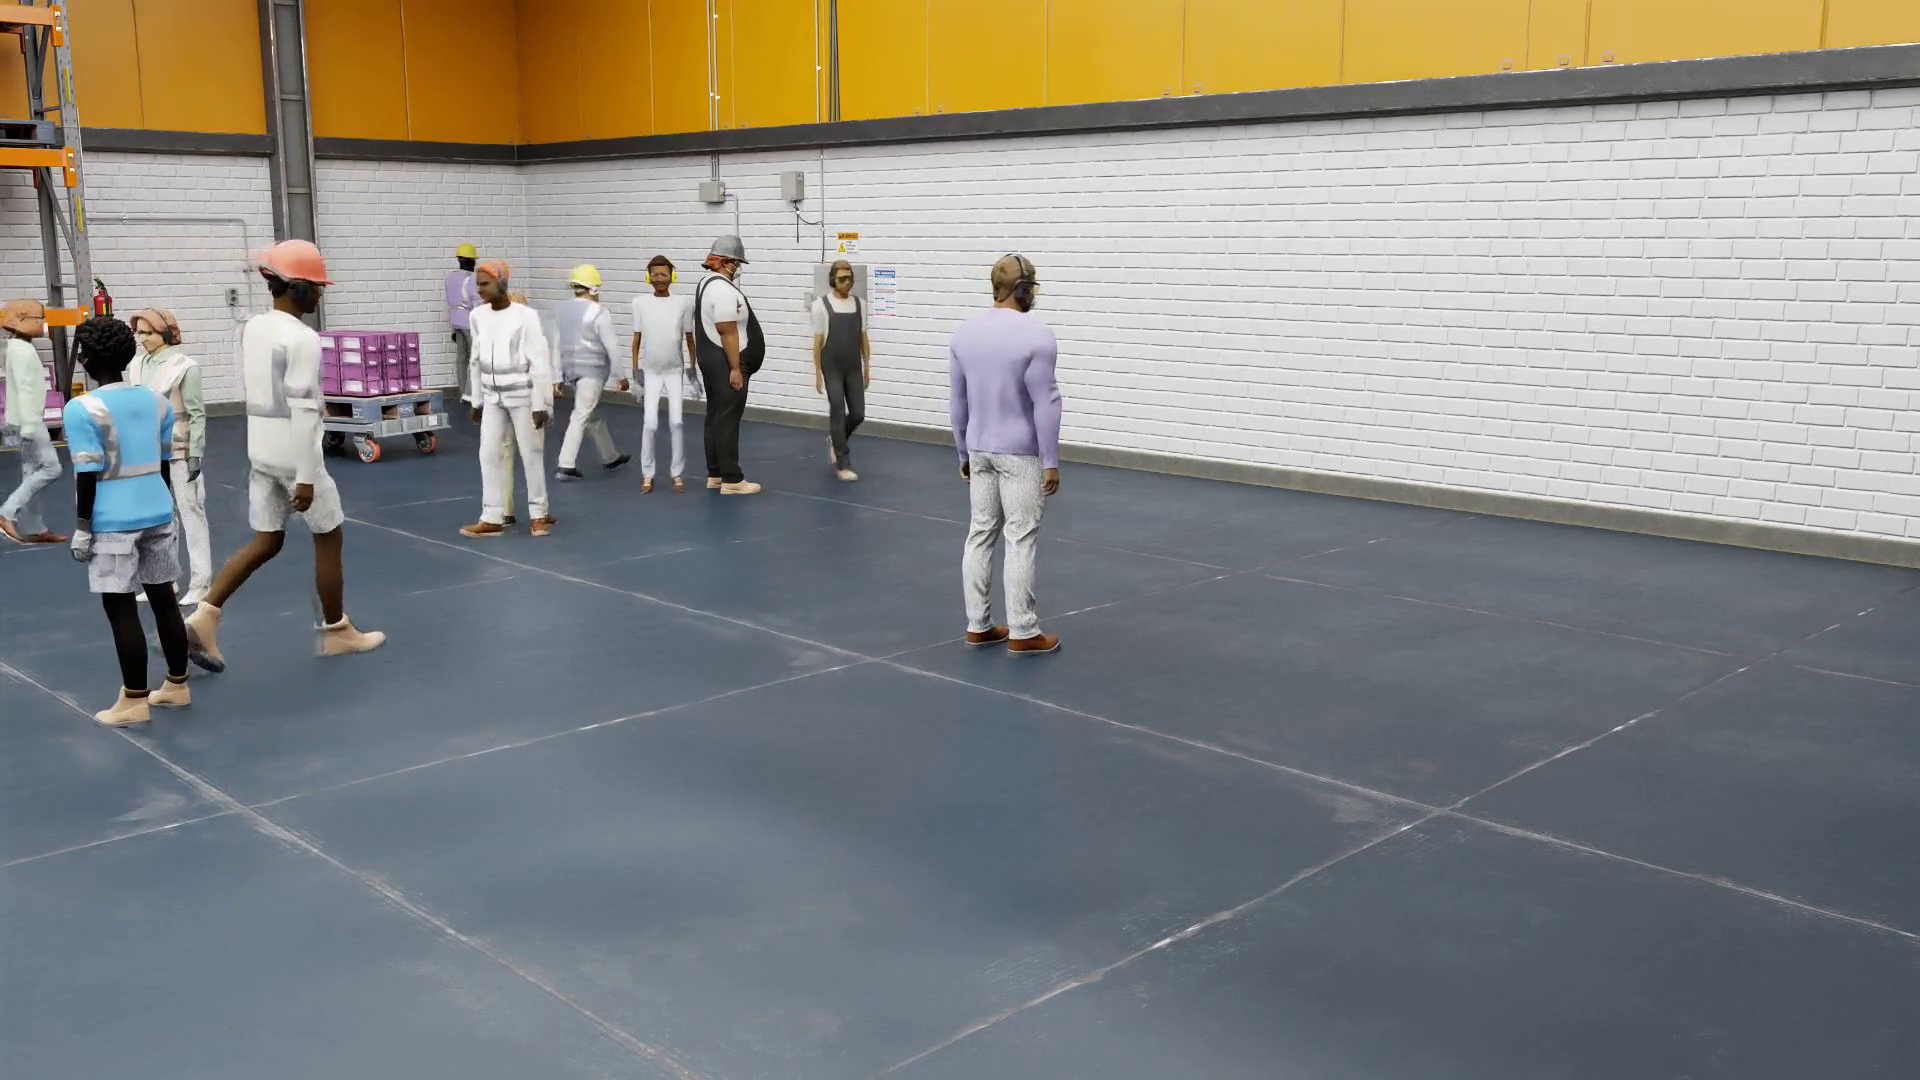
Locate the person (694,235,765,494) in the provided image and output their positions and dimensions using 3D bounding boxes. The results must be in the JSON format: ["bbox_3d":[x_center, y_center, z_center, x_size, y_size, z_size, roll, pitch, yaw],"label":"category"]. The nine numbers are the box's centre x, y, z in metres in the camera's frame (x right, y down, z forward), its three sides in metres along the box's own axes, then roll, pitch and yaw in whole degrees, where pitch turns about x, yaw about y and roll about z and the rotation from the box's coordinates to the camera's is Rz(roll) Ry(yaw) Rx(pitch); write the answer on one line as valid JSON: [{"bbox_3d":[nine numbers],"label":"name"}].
[{"bbox_3d":[-1.810,-1.394,13.143,0.536,2.000,0.676,-5,11,-24],"label":"person"}]

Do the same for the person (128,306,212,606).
[{"bbox_3d":[-4.346,-0.455,9.125,0.513,1.638,0.311,4,11,21],"label":"person"}]

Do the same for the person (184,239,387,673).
[{"bbox_3d":[-3.191,-0.378,7.711,0.629,2.014,0.909,8,13,39],"label":"person"}]

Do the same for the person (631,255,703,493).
[{"bbox_3d":[-2.327,-1.308,13.147,0.536,1.872,0.340,-2,11,-11],"label":"person"}]

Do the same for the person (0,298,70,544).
[{"bbox_3d":[-6.058,-0.752,10.795,0.388,1.623,0.512,-7,12,-32],"label":"person"}]

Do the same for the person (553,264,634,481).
[{"bbox_3d":[-3.103,-1.400,13.911,0.589,1.784,0.975,7,13,35],"label":"person"}]

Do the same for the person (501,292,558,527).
[{"bbox_3d":[-3.062,-0.899,11.559,0.498,1.633,0.285,1,10,5],"label":"person"}]

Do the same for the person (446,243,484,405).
[{"bbox_3d":[-5.918,-2.567,19.874,0.692,1.921,0.518,9,13,39],"label":"person"}]

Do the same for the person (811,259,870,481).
[{"bbox_3d":[-1.006,-1.420,13.870,0.513,1.827,0.643,-5,12,-27],"label":"person"}]

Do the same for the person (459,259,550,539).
[{"bbox_3d":[-3.014,-0.919,11.076,0.594,1.858,0.579,5,11,23],"label":"person"}]

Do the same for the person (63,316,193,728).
[{"bbox_3d":[-3.452,-0.072,6.875,0.317,1.695,0.540,3,11,16],"label":"person"}]

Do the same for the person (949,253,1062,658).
[{"bbox_3d":[0.225,-0.403,8.024,0.635,1.936,0.353,9,14,41],"label":"person"}]
